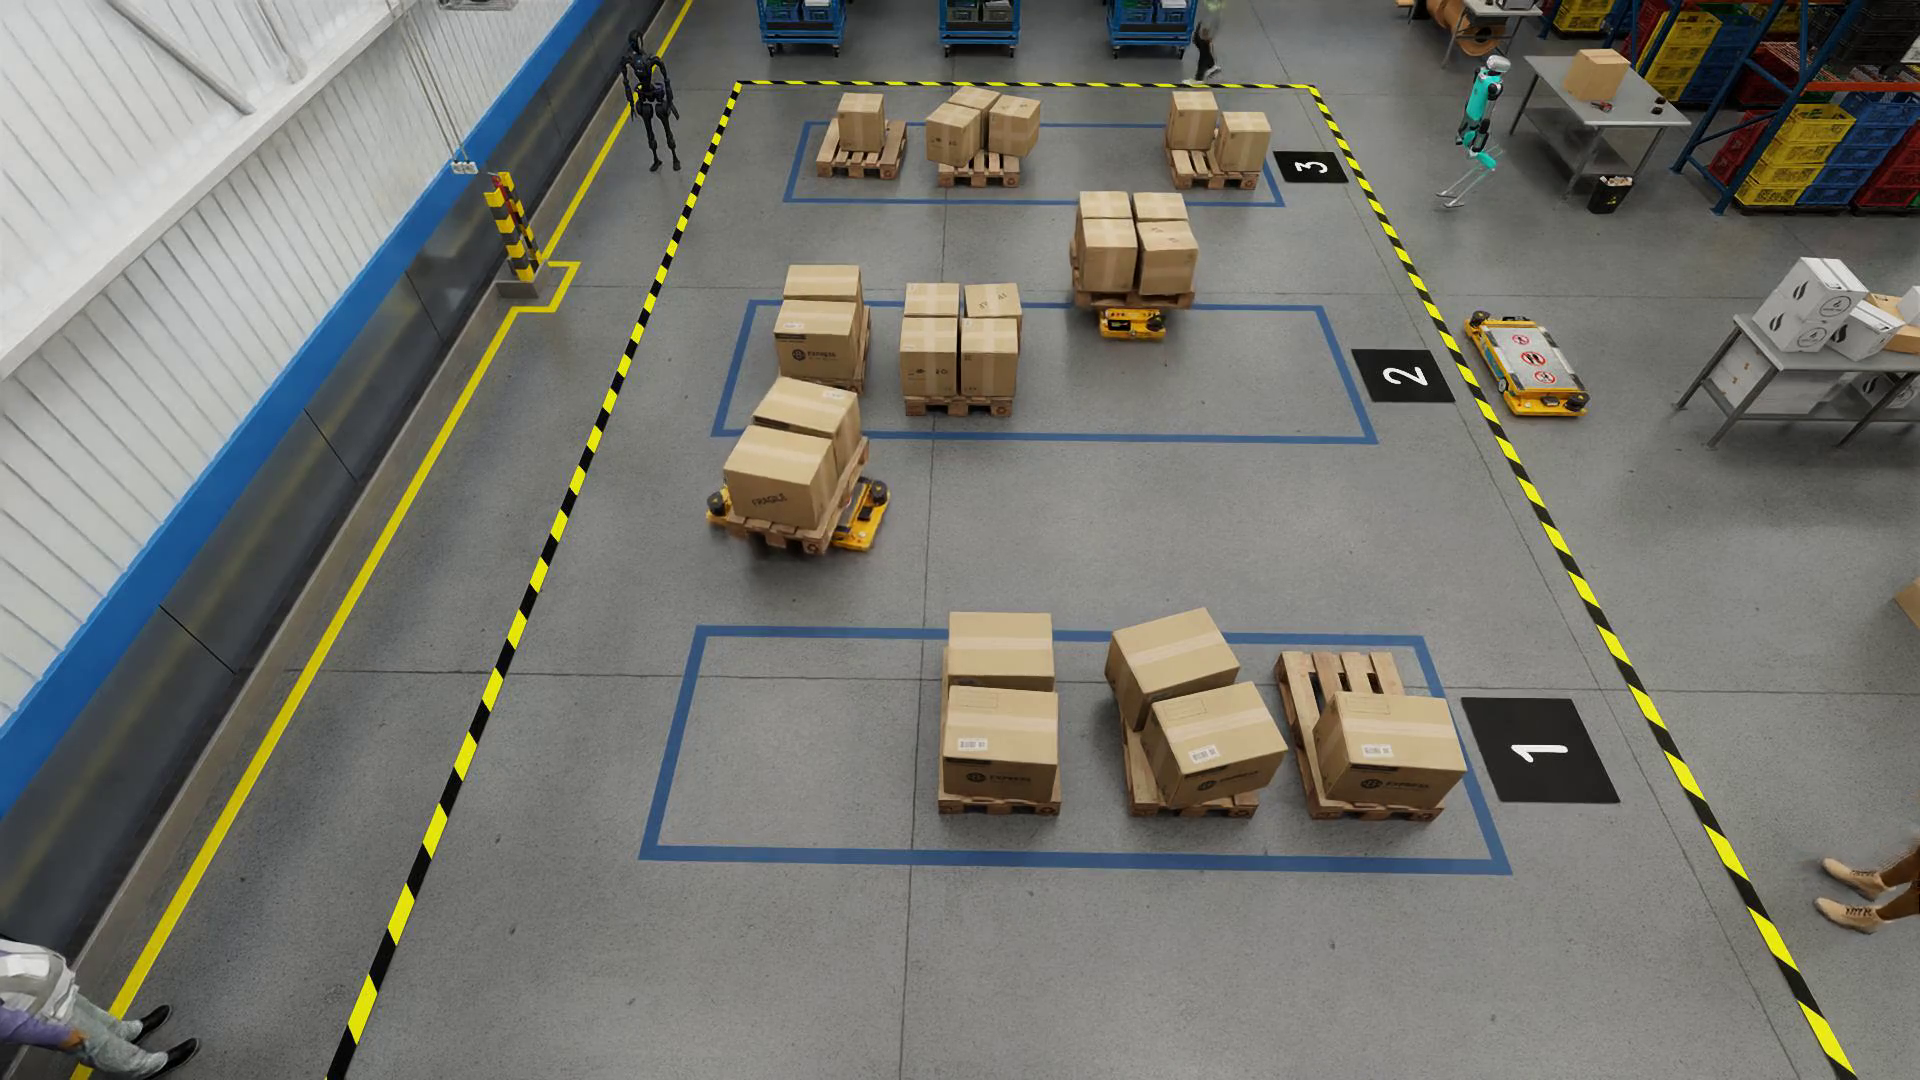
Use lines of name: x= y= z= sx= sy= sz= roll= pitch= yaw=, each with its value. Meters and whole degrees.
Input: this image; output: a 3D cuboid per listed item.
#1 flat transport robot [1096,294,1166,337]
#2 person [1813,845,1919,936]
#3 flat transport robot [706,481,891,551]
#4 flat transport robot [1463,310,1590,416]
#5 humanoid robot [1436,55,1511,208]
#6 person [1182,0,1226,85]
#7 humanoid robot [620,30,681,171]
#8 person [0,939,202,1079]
flat transport robot: x=1.793 y=-2.686 z=9.840 sx=0.652 sy=0.197 sz=1.431 roll=1 pitch=49 yaw=1
person: x=5.527 y=1.609 z=4.968 sx=0.378 sy=2.045 sz=0.604 roll=33 pitch=57 yaw=25
flat transport robot: x=-1.370 y=-0.329 z=7.800 sx=1.431 sy=0.197 sz=0.652 roll=11 pitch=50 yaw=9
flat transport robot: x=5.573 y=-1.757 z=9.054 sx=0.659 sy=0.231 sz=1.431 roll=1 pitch=49 yaw=1
humanoid robot: x=6.042 y=-4.652 z=10.499 sx=0.735 sy=1.677 sz=0.533 roll=0 pitch=49 yaw=0
person: x=3.475 y=-7.307 z=12.815 sx=0.411 sy=1.841 sz=0.610 roll=13 pitch=50 yaw=11
humanoid robot: x=-3.769 y=-5.360 z=11.231 sx=0.599 sy=1.657 sz=0.315 roll=-1 pitch=49 yaw=-1
person: x=-4.563 y=2.274 z=4.530 sx=0.590 sy=1.834 sz=0.404 roll=31 pitch=56 yaw=24
